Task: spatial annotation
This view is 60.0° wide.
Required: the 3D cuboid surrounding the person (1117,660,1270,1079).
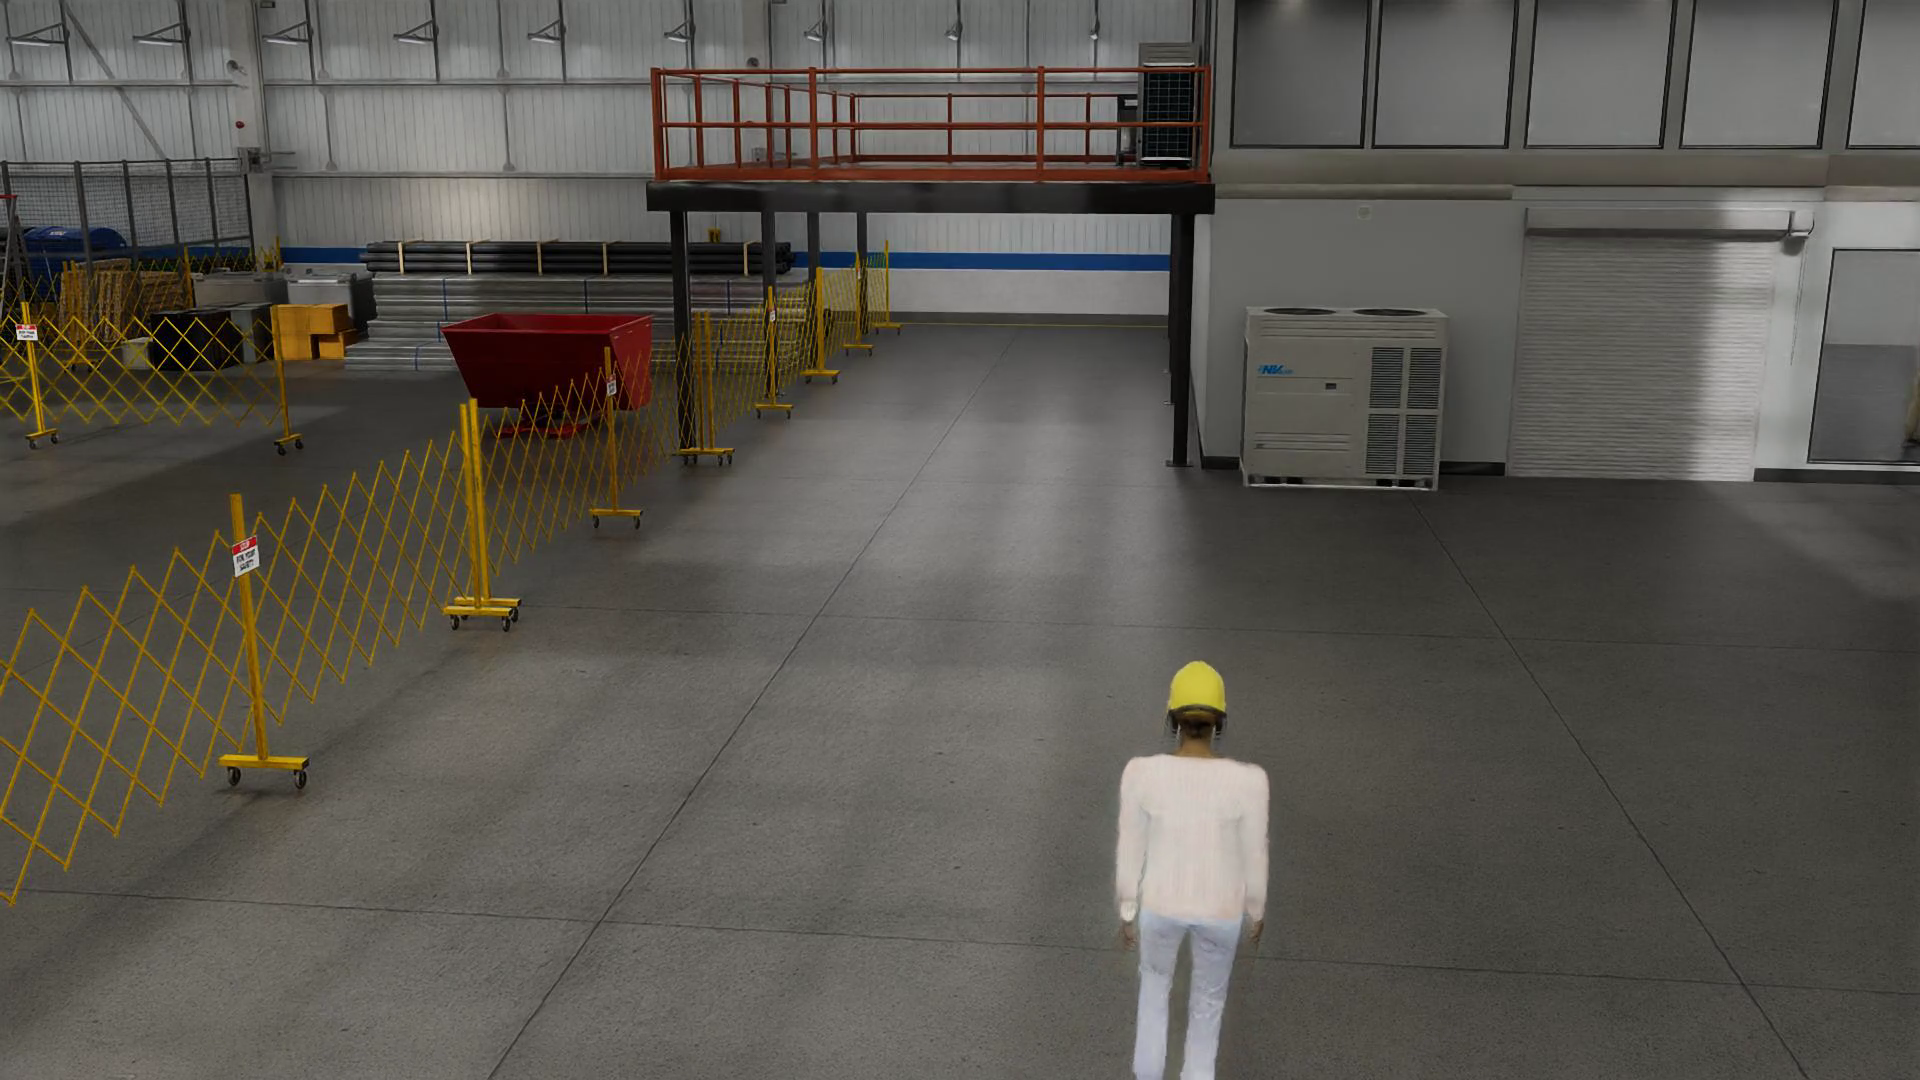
[{"bbox_3d":[0.827,1.281,5.908,0.527,1.756,0.360,4,14,15],"label":"person"}]
